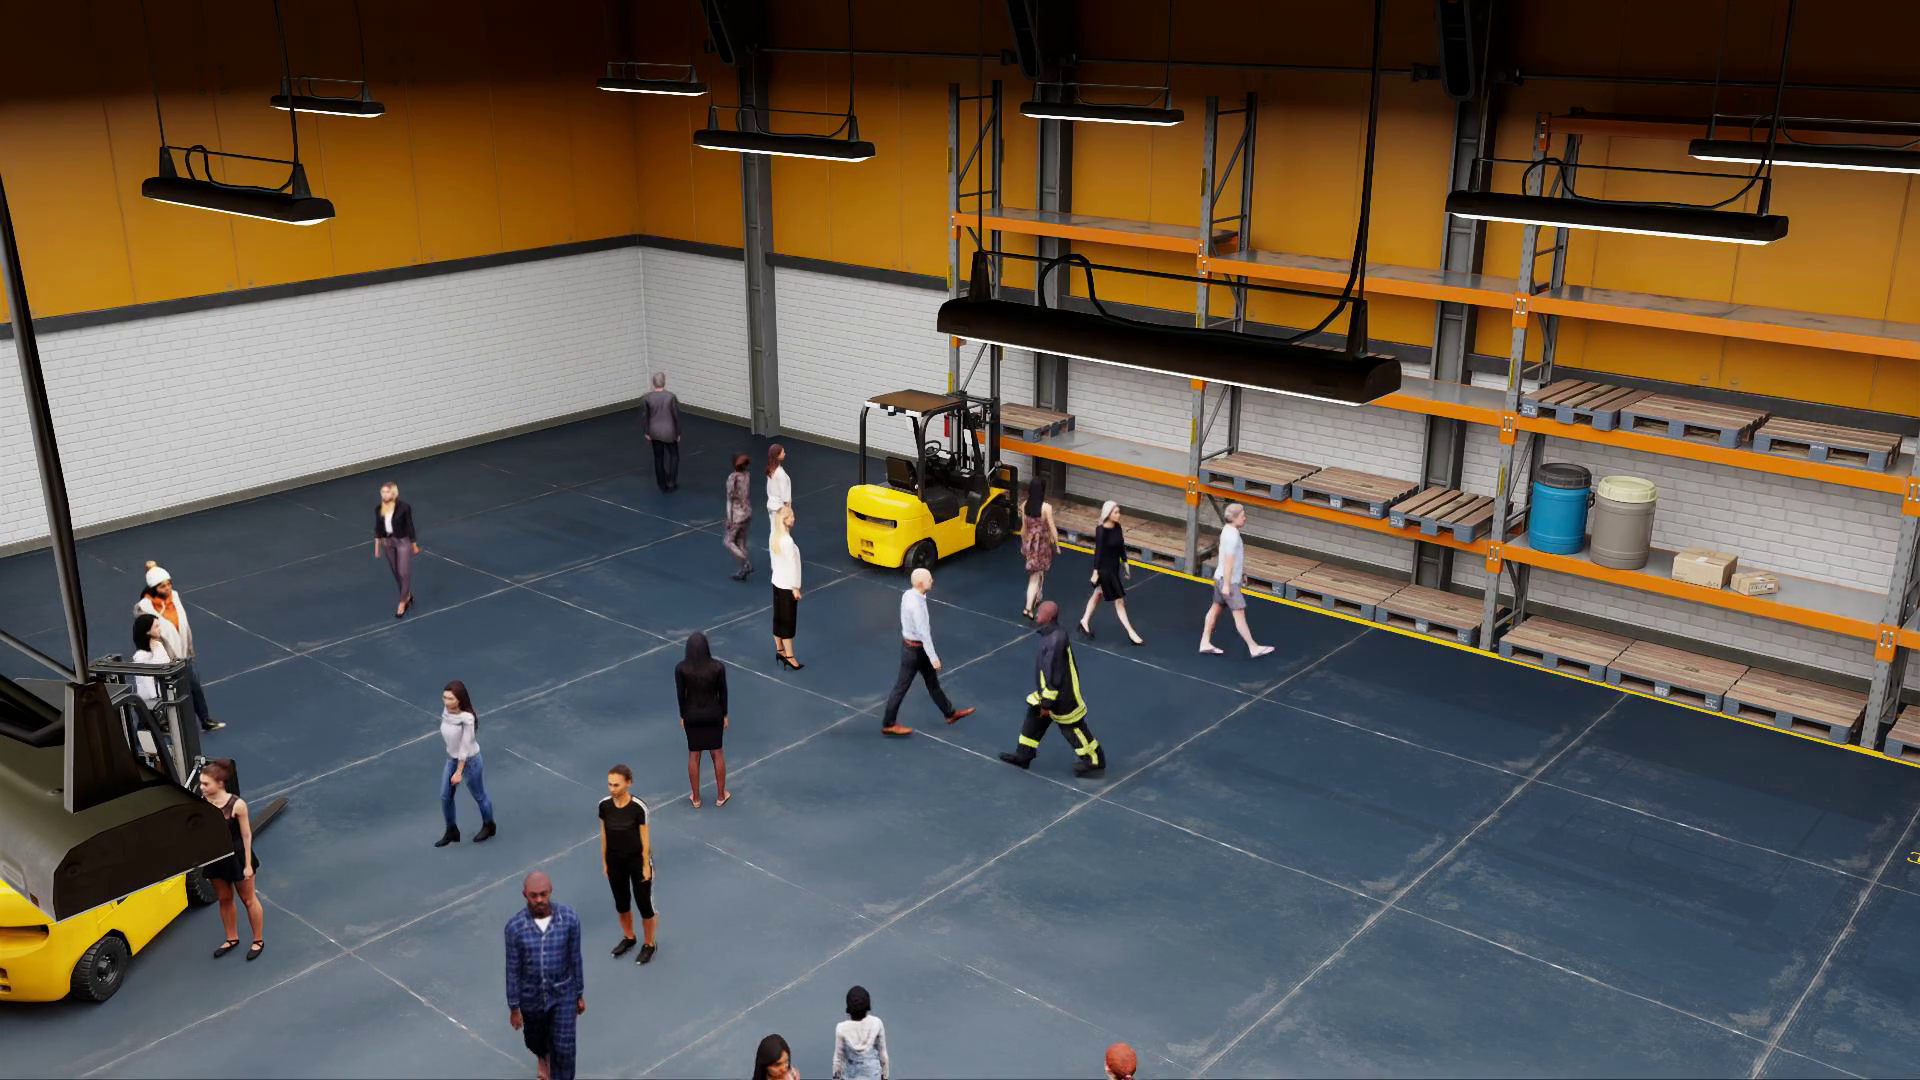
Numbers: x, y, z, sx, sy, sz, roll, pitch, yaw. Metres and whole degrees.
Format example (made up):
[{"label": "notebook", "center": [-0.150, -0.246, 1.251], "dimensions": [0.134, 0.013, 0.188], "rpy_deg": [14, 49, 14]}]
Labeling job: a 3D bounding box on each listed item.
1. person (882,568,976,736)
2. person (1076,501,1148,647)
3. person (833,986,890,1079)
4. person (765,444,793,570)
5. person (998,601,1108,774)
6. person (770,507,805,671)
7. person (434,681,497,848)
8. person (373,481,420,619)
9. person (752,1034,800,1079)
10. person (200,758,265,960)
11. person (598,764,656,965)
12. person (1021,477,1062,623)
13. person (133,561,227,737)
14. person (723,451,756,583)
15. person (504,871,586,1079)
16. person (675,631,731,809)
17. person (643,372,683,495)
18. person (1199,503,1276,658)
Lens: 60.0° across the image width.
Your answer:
[{"label": "person", "center": [-0.535, 1.162, 16.677], "dimensions": [1.246, 1.741, 1.165], "rpy_deg": [-1, 19, -2]}, {"label": "person", "center": [1.623, 0.383, 19.063], "dimensions": [1.191, 1.696, 0.645], "rpy_deg": [13, 23, 34]}, {"label": "person", "center": [-0.620, 3.455, 10.638], "dimensions": [0.656, 1.250, 0.733], "rpy_deg": [-6, 19, -16]}, {"label": "person", "center": [-2.338, -0.419, 21.455], "dimensions": [0.715, 1.688, 0.570], "rpy_deg": [-12, 22, -32]}, {"label": "person", "center": [1.027, 1.438, 15.822], "dimensions": [1.380, 1.765, 1.270], "rpy_deg": [0, 19, 1]}, {"label": "person", "center": [-1.926, 0.530, 18.373], "dimensions": [0.739, 1.858, 0.574], "rpy_deg": [-11, 21, -29]}, {"label": "person", "center": [-4.256, 1.944, 14.583], "dimensions": [0.703, 1.596, 0.680], "rpy_deg": [16, 24, 39]}, {"label": "person", "center": [-6.742, 0.073, 20.050], "dimensions": [0.913, 1.652, 0.935], "rpy_deg": [2, 19, 6]}, {"label": "person", "center": [-1.154, 3.574, 9.740], "dimensions": [0.733, 1.596, 1.167], "rpy_deg": [-16, 25, -40]}, {"label": "person", "center": [-5.666, 2.467, 12.904], "dimensions": [0.647, 1.676, 0.736], "rpy_deg": [3, 19, 9]}, {"label": "person", "center": [-2.552, 2.479, 12.890], "dimensions": [0.593, 1.663, 0.713], "rpy_deg": [6, 20, 18]}, {"label": "person", "center": [0.859, 0.141, 19.690], "dimensions": [0.659, 1.754, 0.691], "rpy_deg": [17, 25, 40]}, {"label": "person", "center": [-8.035, 1.093, 16.675], "dimensions": [1.080, 1.873, 0.880], "rpy_deg": [8, 20, 21]}, {"label": "person", "center": [-2.716, -0.271, 21.000], "dimensions": [0.704, 1.698, 0.646], "rpy_deg": [11, 21, 29]}, {"label": "person", "center": [-2.778, 3.005, 11.128], "dimensions": [1.058, 1.790, 1.224], "rpy_deg": [-5, 19, -15]}, {"label": "person", "center": [-2.360, 1.637, 15.301], "dimensions": [0.676, 1.720, 0.728], "rpy_deg": [-2, 19, -6]}, {"label": "person", "center": [-4.413, -1.567, 24.648], "dimensions": [0.841, 1.826, 0.916], "rpy_deg": [0, 19, -1]}, {"label": "person", "center": [2.913, 0.466, 18.654], "dimensions": [1.199, 1.798, 1.037], "rpy_deg": [3, 19, 8]}]
